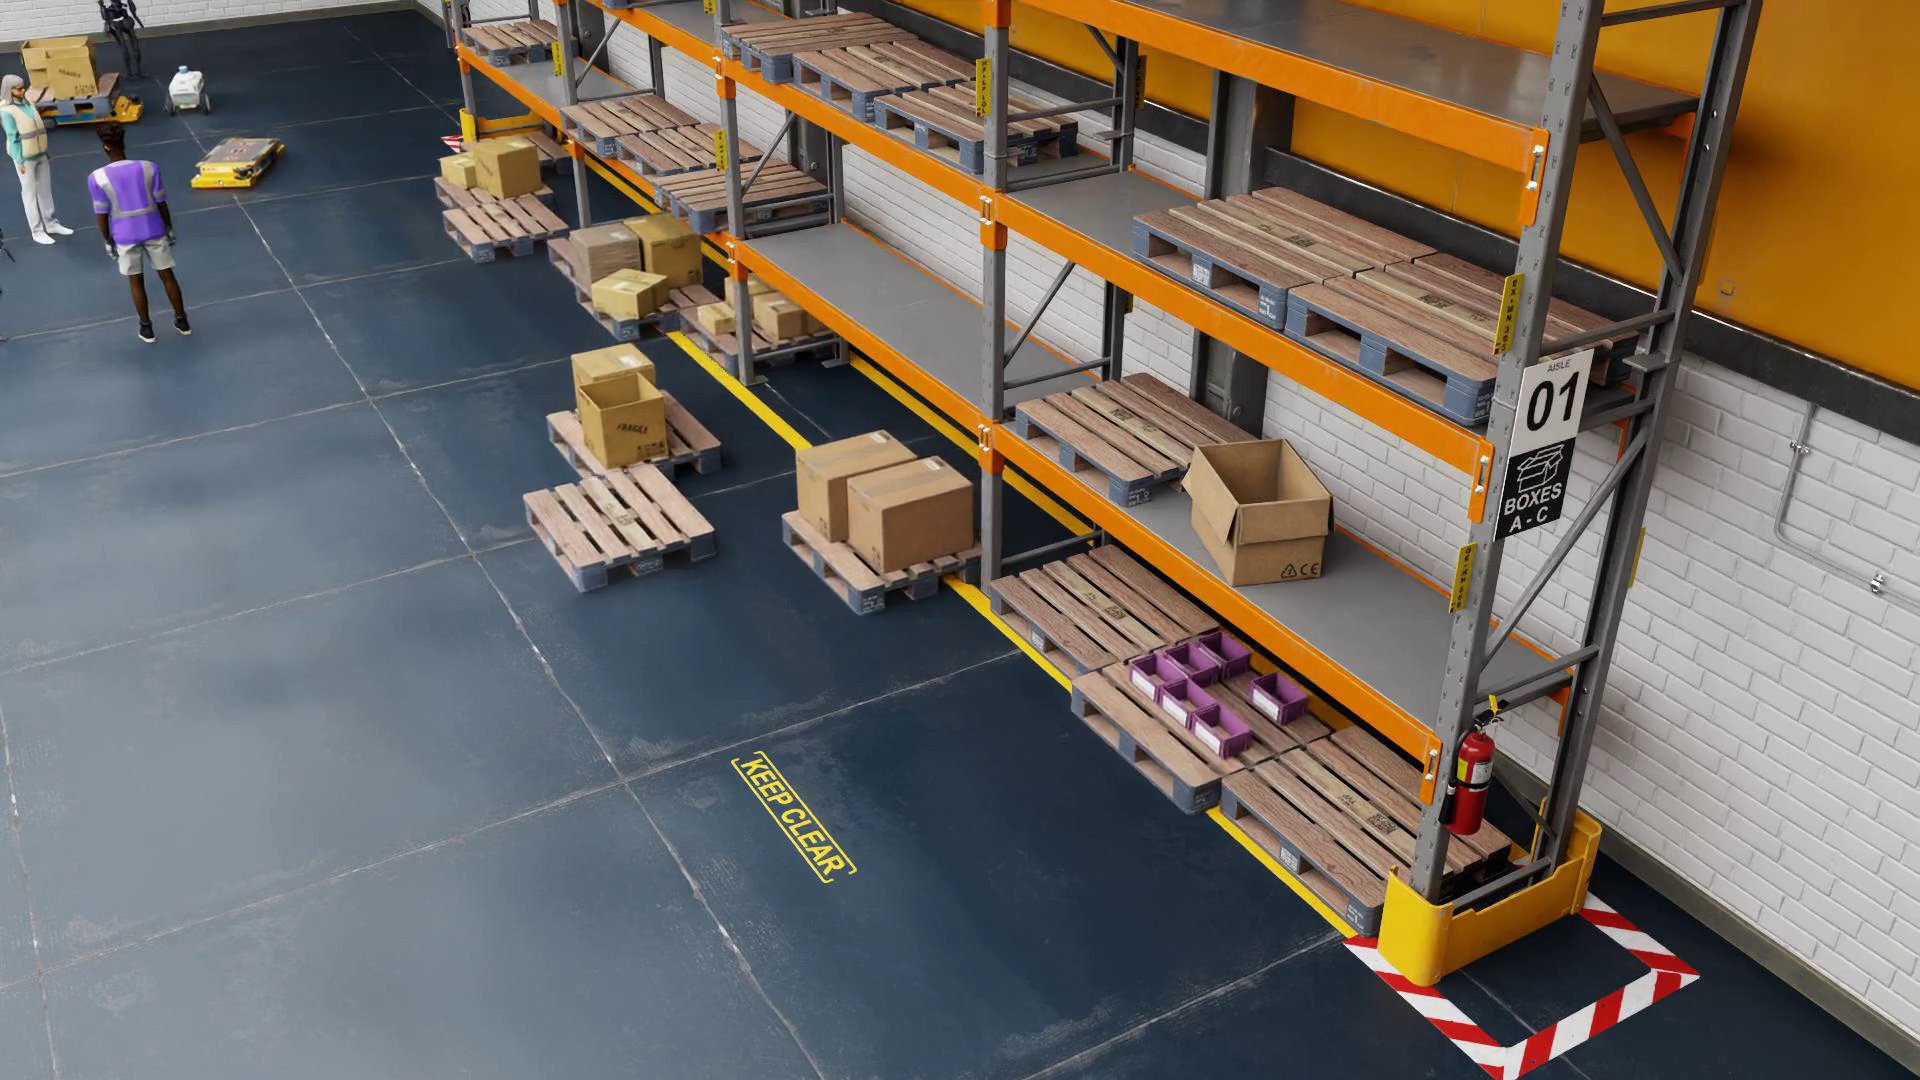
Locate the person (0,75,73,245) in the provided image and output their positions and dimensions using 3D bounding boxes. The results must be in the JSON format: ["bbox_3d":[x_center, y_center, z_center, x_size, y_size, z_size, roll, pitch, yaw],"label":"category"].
[{"bbox_3d":[-9.551,-3.914,17.078,0.365,1.709,0.474,4,30,7],"label":"person"}]

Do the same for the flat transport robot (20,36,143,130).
[{"bbox_3d":[-11.293,-5.484,21.313,1.431,0.231,0.659,-9,31,-15],"label":"flat transport robot"}]

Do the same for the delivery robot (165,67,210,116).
[{"bbox_3d":[-10.069,-5.848,21.682,0.499,0.611,0.814,-8,30,-13],"label":"delivery robot"}]

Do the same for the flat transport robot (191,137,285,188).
[{"bbox_3d":[-8.425,-4.420,19.436,0.659,0.231,1.431,-2,30,-4],"label":"flat transport robot"}]

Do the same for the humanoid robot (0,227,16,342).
[{"bbox_3d":[-8.864,-2.612,14.827,0.642,1.630,0.600,18,34,29],"label":"humanoid robot"}]

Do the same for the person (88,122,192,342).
[{"bbox_3d":[-7.272,-2.712,14.713,0.606,1.958,0.369,-19,35,-30],"label":"person"}]

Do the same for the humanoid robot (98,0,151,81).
[{"bbox_3d":[-11.550,-7.169,22.859,0.309,1.650,0.608,12,32,20],"label":"humanoid robot"}]
